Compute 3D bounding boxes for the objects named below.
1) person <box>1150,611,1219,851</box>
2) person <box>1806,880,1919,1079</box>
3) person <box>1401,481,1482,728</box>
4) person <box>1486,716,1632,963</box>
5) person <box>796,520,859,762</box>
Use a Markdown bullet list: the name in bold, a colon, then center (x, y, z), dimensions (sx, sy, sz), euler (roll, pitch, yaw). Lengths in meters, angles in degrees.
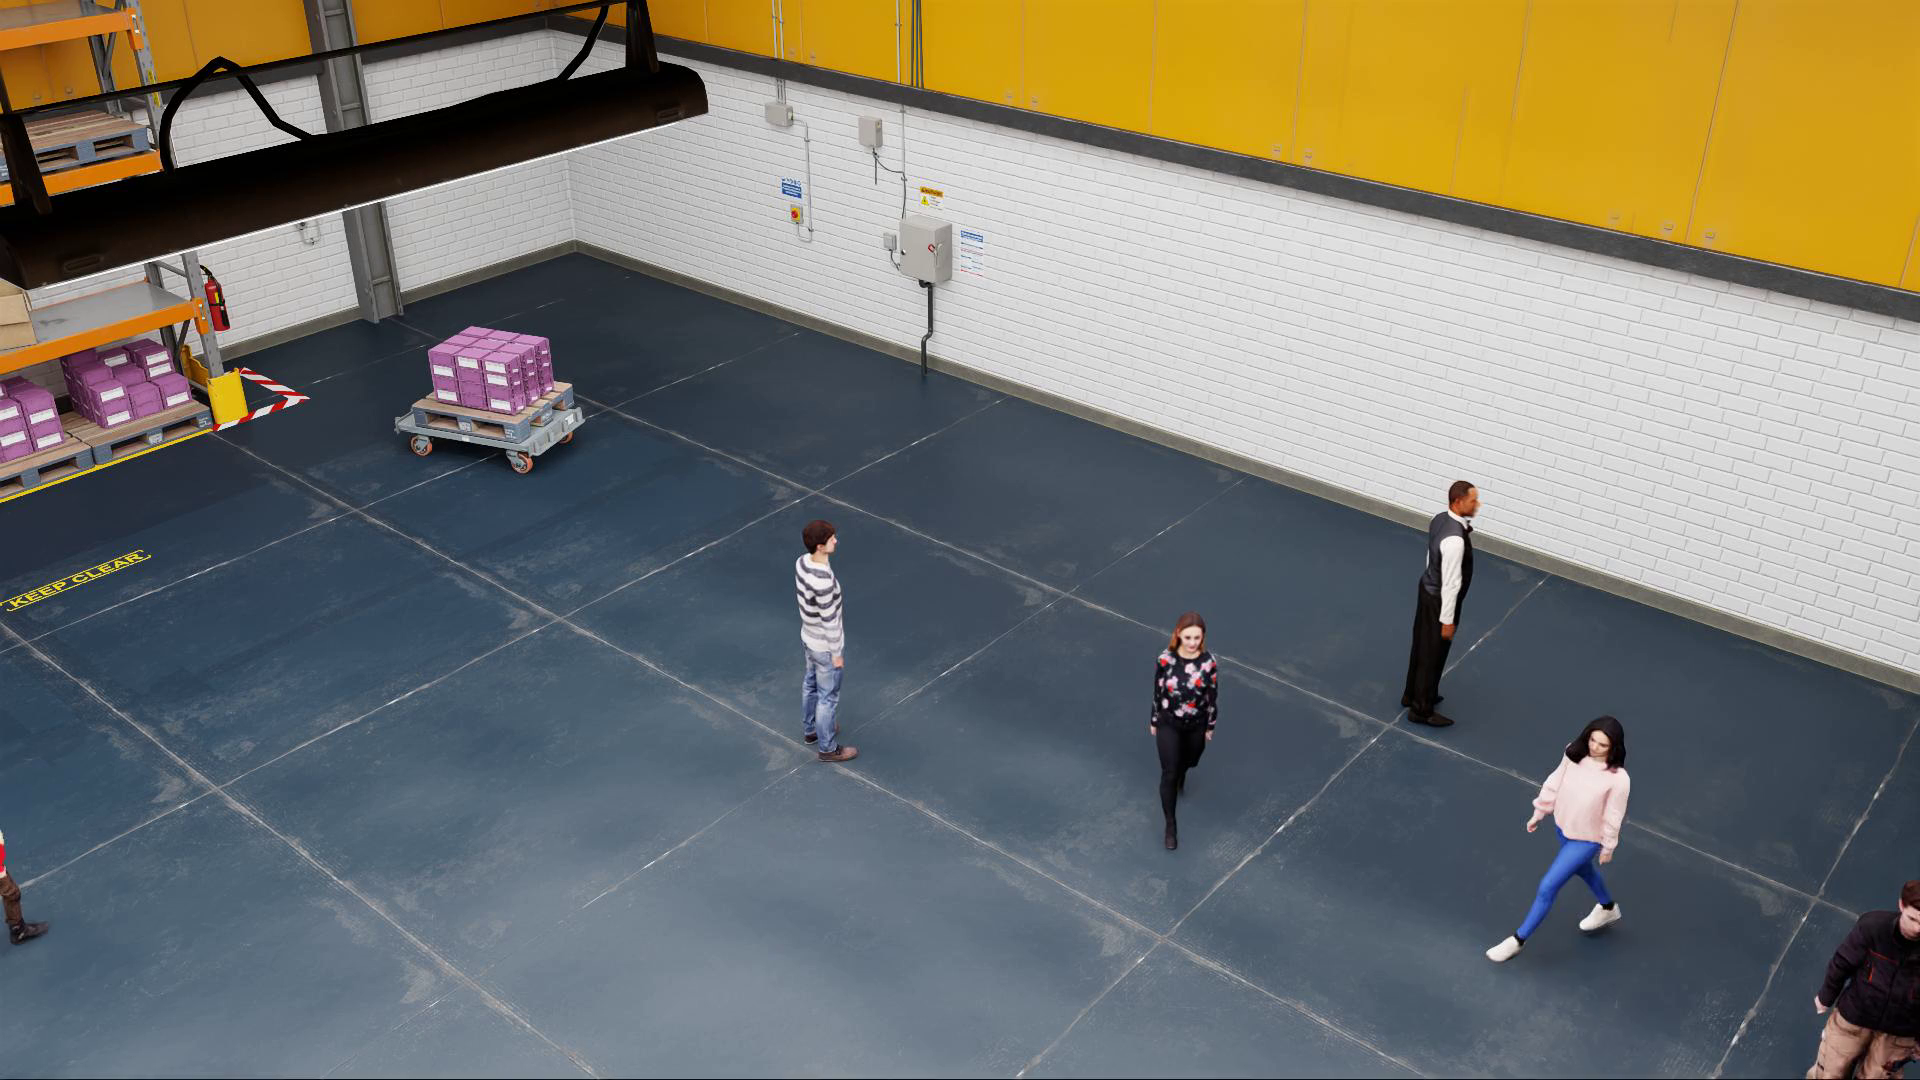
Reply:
- **person**: center (1.476, 1.166, 11.013), dimensions (0.982, 1.656, 1.114), euler (1, 29, 2)
- **person**: center (4.695, 2.399, 8.500), dimensions (0.834, 1.898, 0.916), euler (11, 30, 19)
- **person**: center (3.485, 0.441, 12.069), dimensions (0.838, 1.917, 0.739), euler (2, 29, 3)
- **person**: center (3.751, 1.744, 9.892), dimensions (1.297, 1.715, 1.077), euler (-9, 30, -16)
- **person**: center (-0.976, 0.693, 11.674), dimensions (0.683, 1.854, 0.722), euler (-13, 31, -22)
